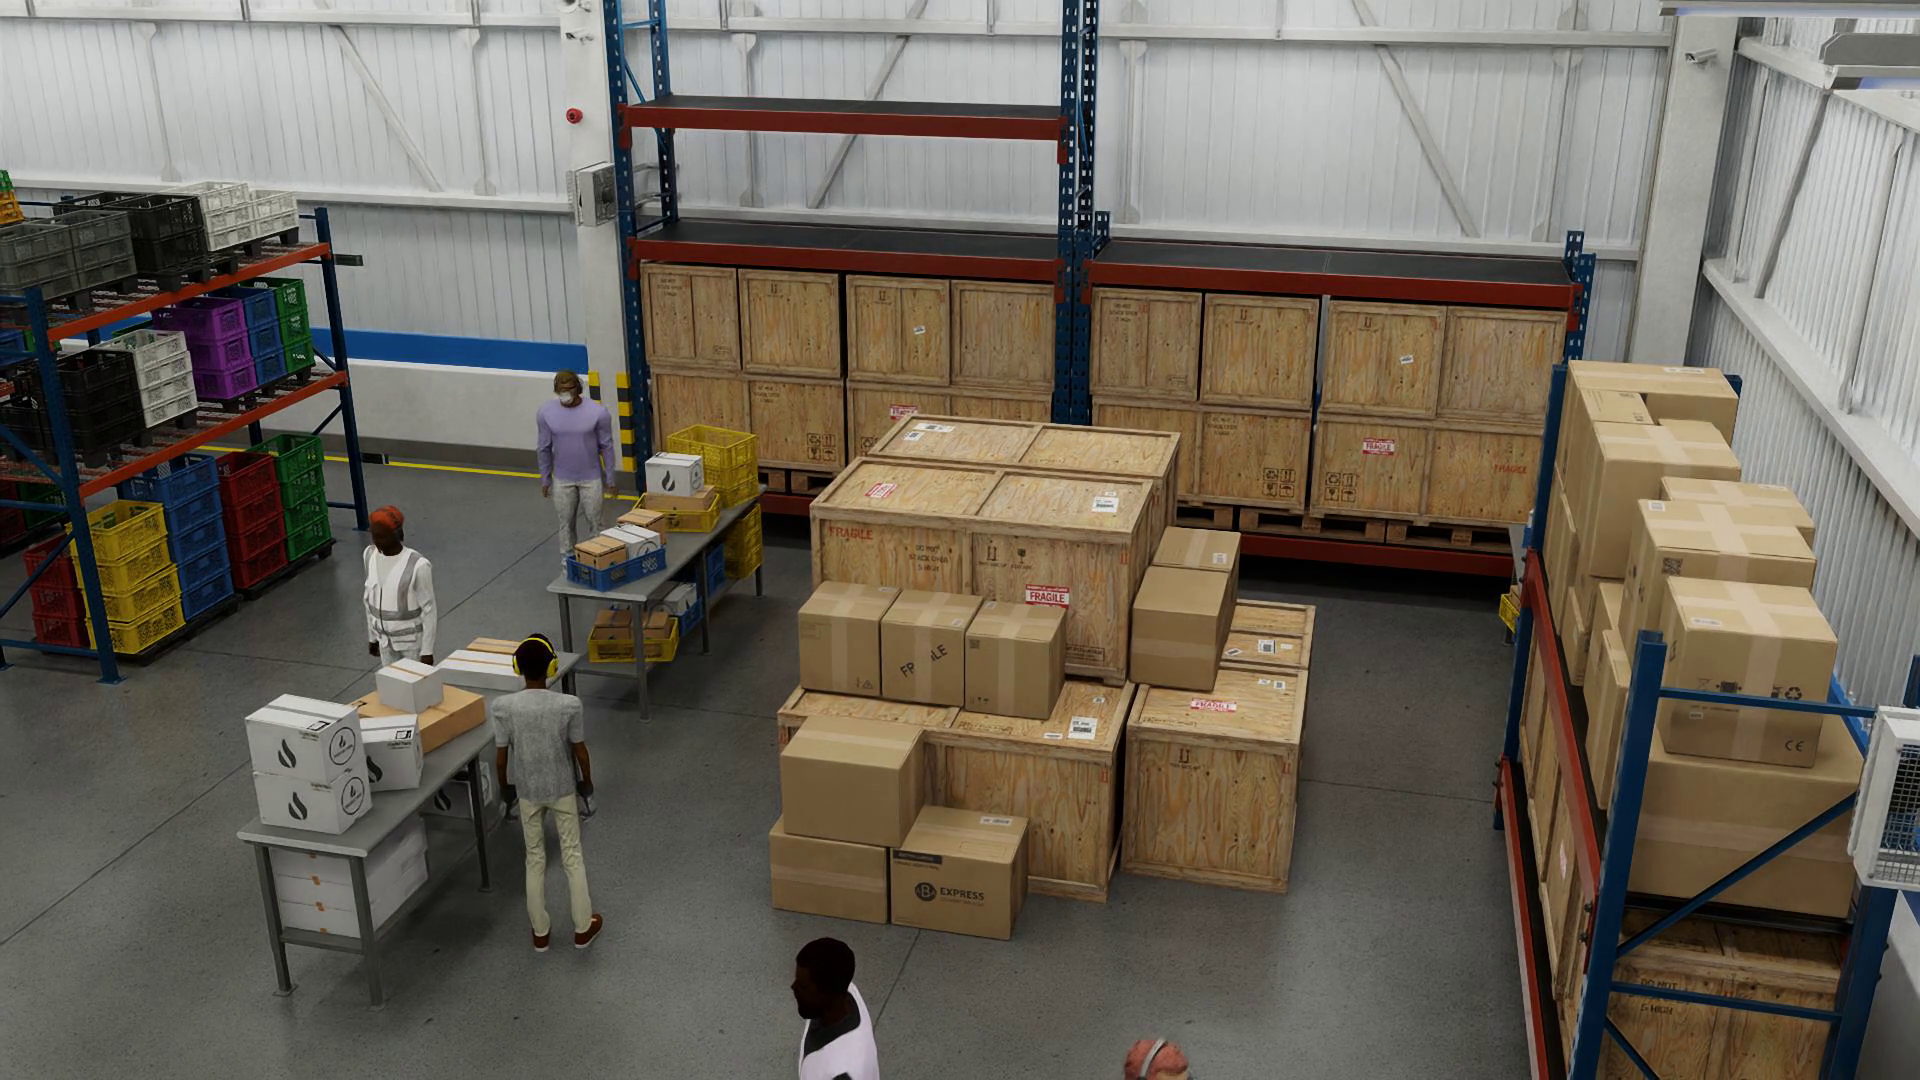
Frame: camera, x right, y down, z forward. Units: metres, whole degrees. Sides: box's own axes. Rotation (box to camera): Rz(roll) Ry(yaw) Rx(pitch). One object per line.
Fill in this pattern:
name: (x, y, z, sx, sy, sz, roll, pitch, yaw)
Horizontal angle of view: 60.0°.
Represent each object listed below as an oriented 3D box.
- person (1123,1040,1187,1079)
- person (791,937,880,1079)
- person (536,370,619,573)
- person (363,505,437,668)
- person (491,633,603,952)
person: (0.650, 2.594, 5.969, 0.397, 1.898, 0.639, 14, 25, 33)
person: (-0.455, 2.379, 6.494, 0.398, 1.920, 0.589, -4, 21, -9)
person: (-3.217, -0.511, 14.046, 0.668, 1.930, 0.373, 0, 21, -1)
person: (-3.704, 0.666, 11.026, 0.576, 1.882, 0.355, 10, 23, 25)
person: (-2.271, 1.398, 9.142, 0.535, 1.859, 0.309, -2, 21, -5)
